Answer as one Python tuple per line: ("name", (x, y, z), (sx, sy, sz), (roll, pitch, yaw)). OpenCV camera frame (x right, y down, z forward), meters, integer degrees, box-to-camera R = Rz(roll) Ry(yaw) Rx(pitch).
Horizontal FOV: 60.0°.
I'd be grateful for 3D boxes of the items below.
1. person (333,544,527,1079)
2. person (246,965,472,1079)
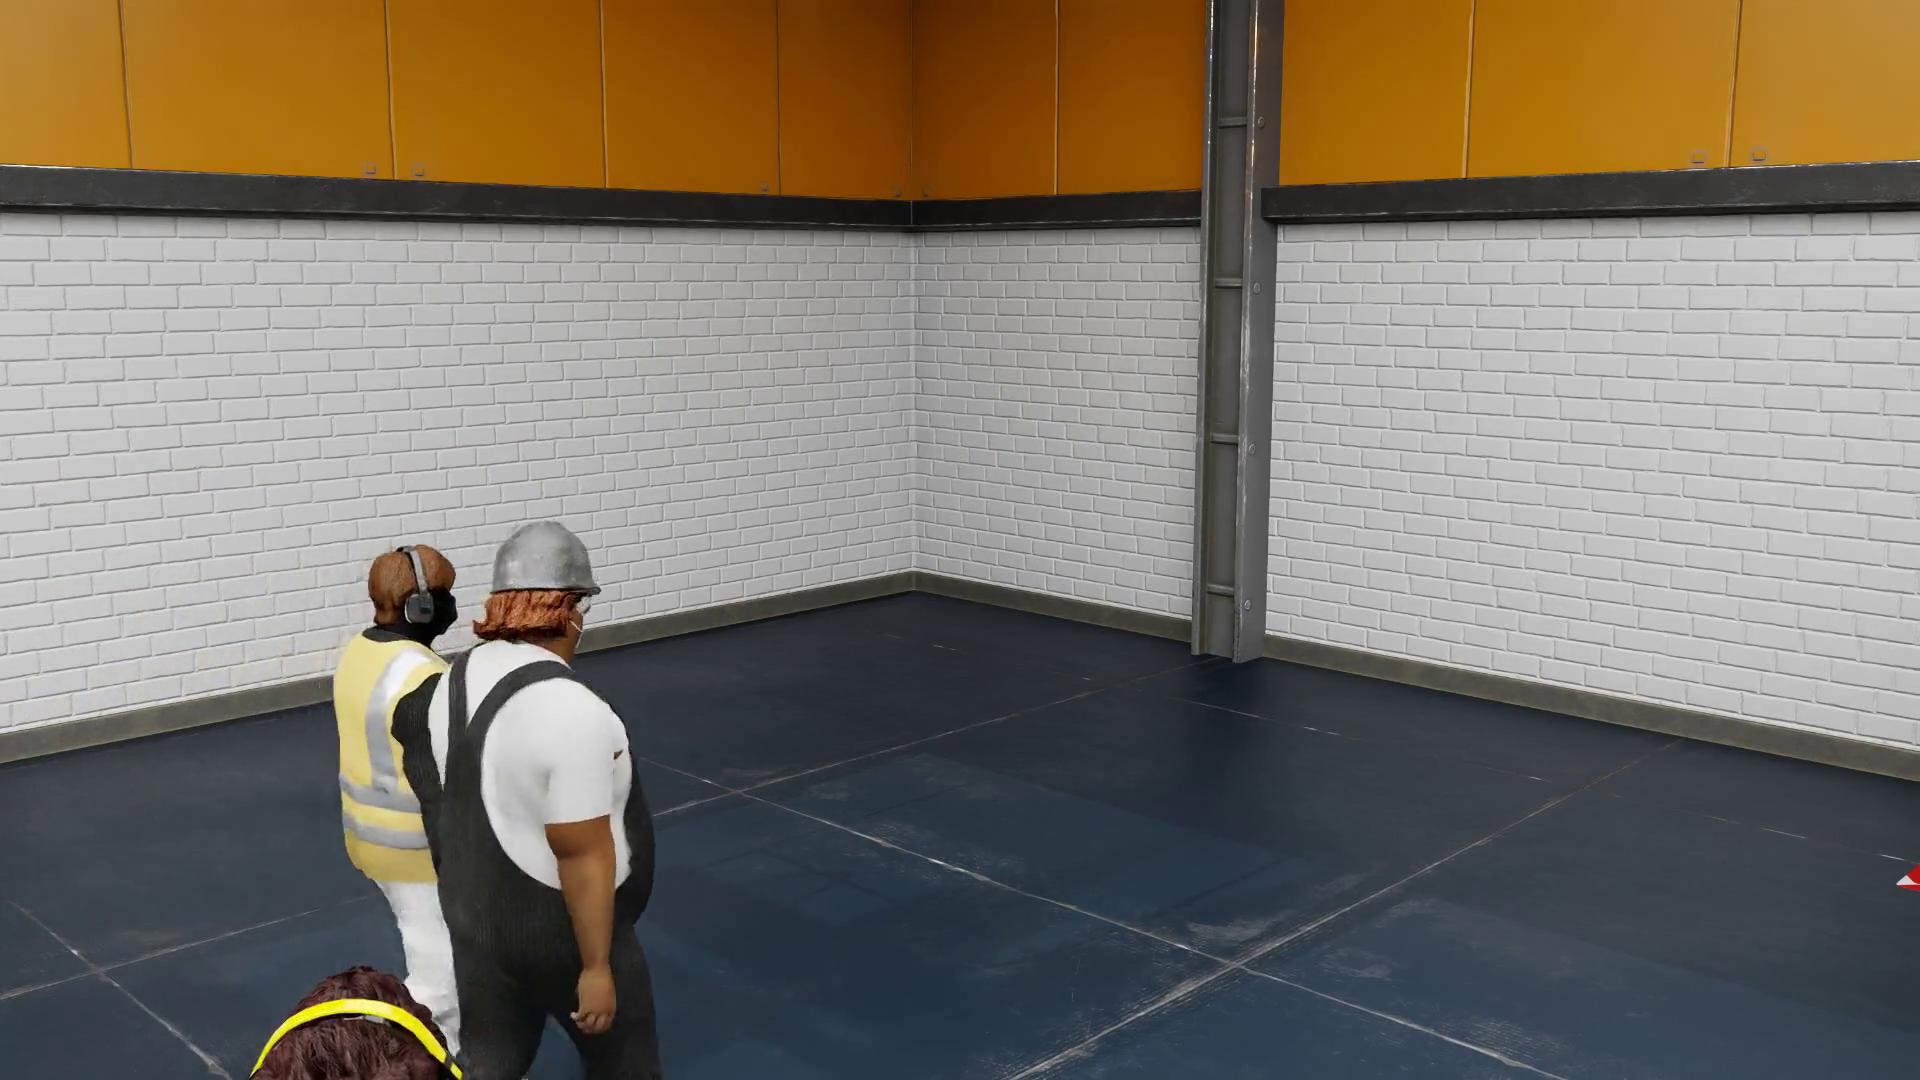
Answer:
("person", (-1.636, 0.922, 4.852), (0.724, 1.826, 0.635), (-7, 12, -37))
("person", (-0.628, 1.378, 1.875), (0.514, 1.876, 0.328), (-2, 9, -10))
